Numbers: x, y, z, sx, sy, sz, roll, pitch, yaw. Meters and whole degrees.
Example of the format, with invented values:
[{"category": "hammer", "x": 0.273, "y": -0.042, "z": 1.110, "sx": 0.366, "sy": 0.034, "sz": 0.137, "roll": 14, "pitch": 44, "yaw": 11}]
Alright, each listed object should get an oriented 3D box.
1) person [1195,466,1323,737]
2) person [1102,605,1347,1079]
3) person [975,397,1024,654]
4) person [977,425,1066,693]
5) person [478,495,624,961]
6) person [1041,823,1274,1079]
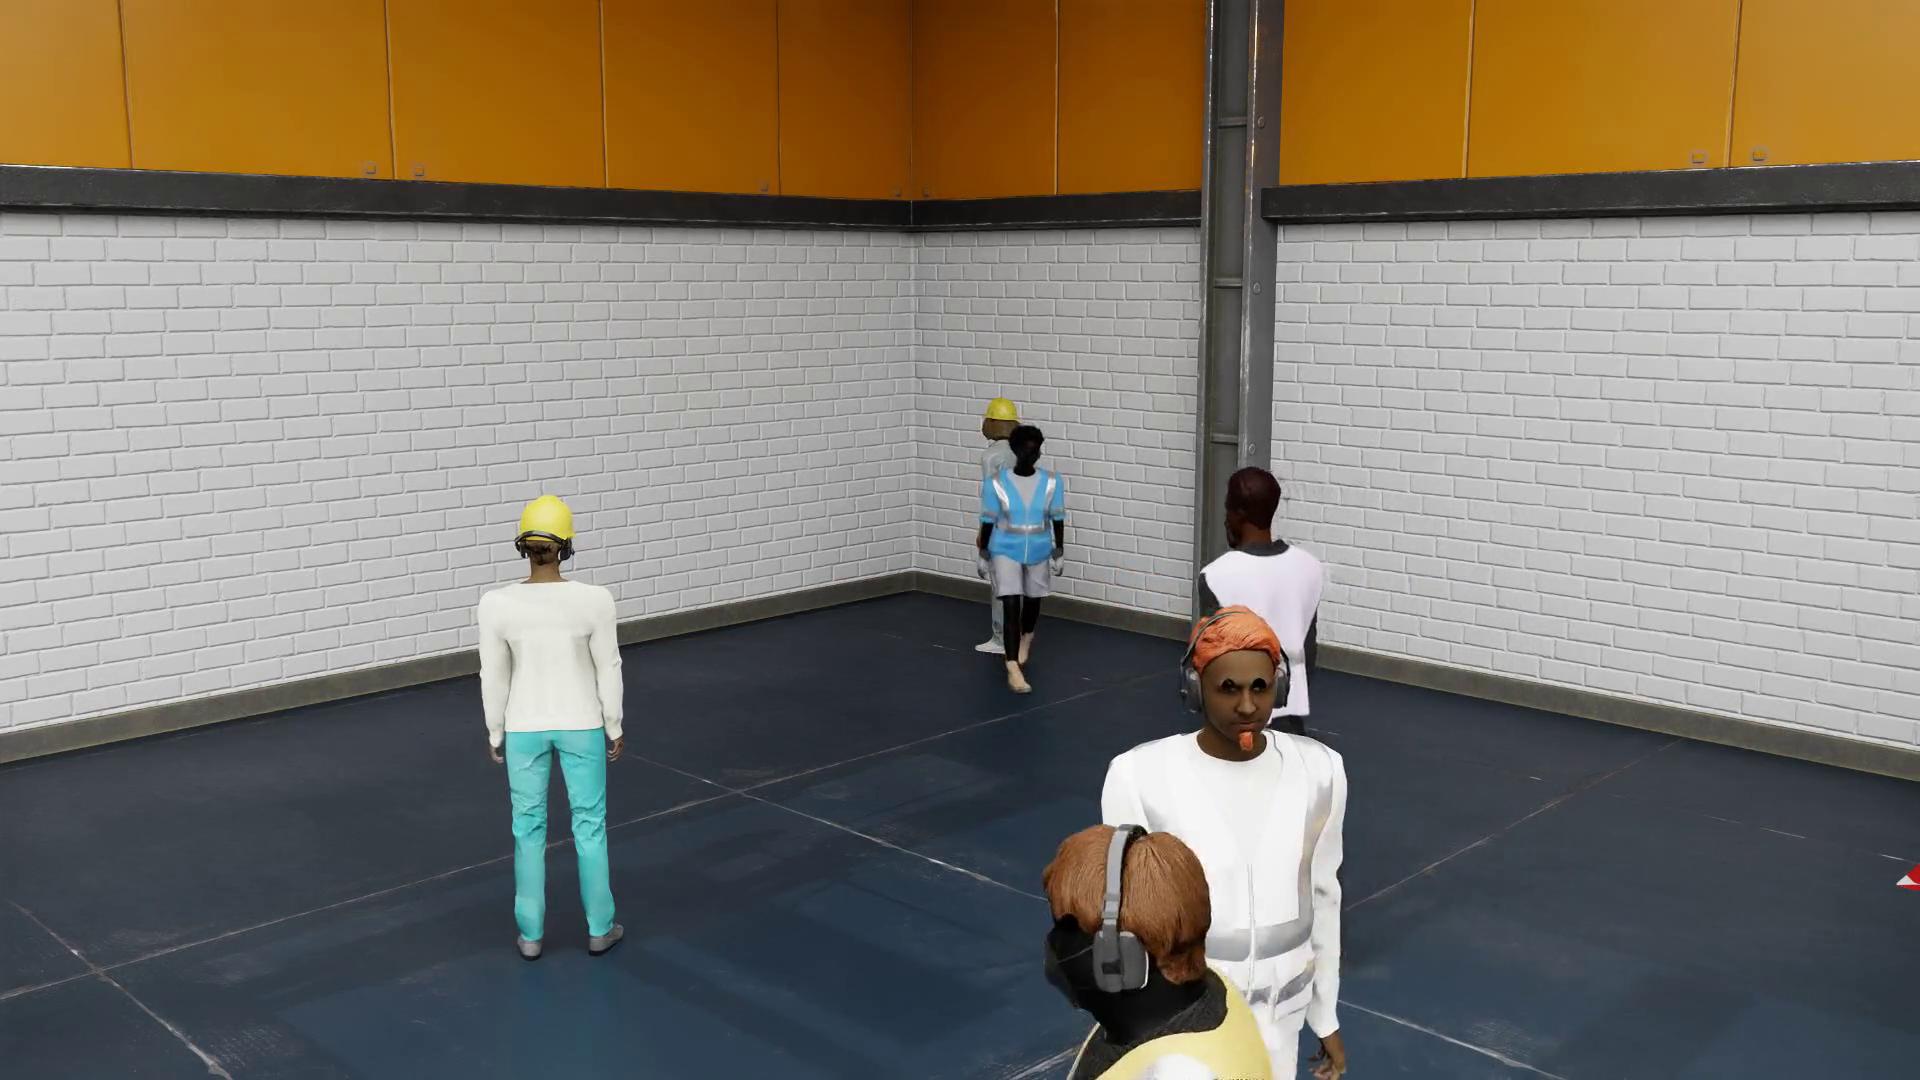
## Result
[{"category": "person", "x": 1.135, "y": 0.647, "z": 6.386, "sx": 0.604, "sy": 1.872, "sz": 0.988, "roll": -5, "pitch": 11, "yaw": -28}, {"category": "person", "x": 0.584, "y": 1.072, "z": 3.719, "sx": 0.585, "sy": 1.882, "sz": 0.337, "roll": -2, "pitch": 9, "yaw": -12}, {"category": "person", "x": 0.289, "y": -0.099, "z": 11.328, "sx": 0.300, "sy": 1.745, "sz": 0.483, "roll": 8, "pitch": 12, "yaw": 40}, {"category": "person", "x": 0.376, "y": 0.071, "z": 10.531, "sx": 0.547, "sy": 1.663, "sz": 0.822, "roll": -2, "pitch": 9, "yaw": -10}, {"category": "person", "x": -1.532, "y": 0.712, "z": 6.286, "sx": 0.524, "sy": 1.769, "sz": 0.316, "roll": -1, "pitch": 9, "yaw": -6}, {"category": "person", "x": 0.344, "y": 1.311, "z": 2.470, "sx": 0.579, "sy": 1.823, "sz": 0.643, "roll": 1, "pitch": 9, "yaw": 8}]
